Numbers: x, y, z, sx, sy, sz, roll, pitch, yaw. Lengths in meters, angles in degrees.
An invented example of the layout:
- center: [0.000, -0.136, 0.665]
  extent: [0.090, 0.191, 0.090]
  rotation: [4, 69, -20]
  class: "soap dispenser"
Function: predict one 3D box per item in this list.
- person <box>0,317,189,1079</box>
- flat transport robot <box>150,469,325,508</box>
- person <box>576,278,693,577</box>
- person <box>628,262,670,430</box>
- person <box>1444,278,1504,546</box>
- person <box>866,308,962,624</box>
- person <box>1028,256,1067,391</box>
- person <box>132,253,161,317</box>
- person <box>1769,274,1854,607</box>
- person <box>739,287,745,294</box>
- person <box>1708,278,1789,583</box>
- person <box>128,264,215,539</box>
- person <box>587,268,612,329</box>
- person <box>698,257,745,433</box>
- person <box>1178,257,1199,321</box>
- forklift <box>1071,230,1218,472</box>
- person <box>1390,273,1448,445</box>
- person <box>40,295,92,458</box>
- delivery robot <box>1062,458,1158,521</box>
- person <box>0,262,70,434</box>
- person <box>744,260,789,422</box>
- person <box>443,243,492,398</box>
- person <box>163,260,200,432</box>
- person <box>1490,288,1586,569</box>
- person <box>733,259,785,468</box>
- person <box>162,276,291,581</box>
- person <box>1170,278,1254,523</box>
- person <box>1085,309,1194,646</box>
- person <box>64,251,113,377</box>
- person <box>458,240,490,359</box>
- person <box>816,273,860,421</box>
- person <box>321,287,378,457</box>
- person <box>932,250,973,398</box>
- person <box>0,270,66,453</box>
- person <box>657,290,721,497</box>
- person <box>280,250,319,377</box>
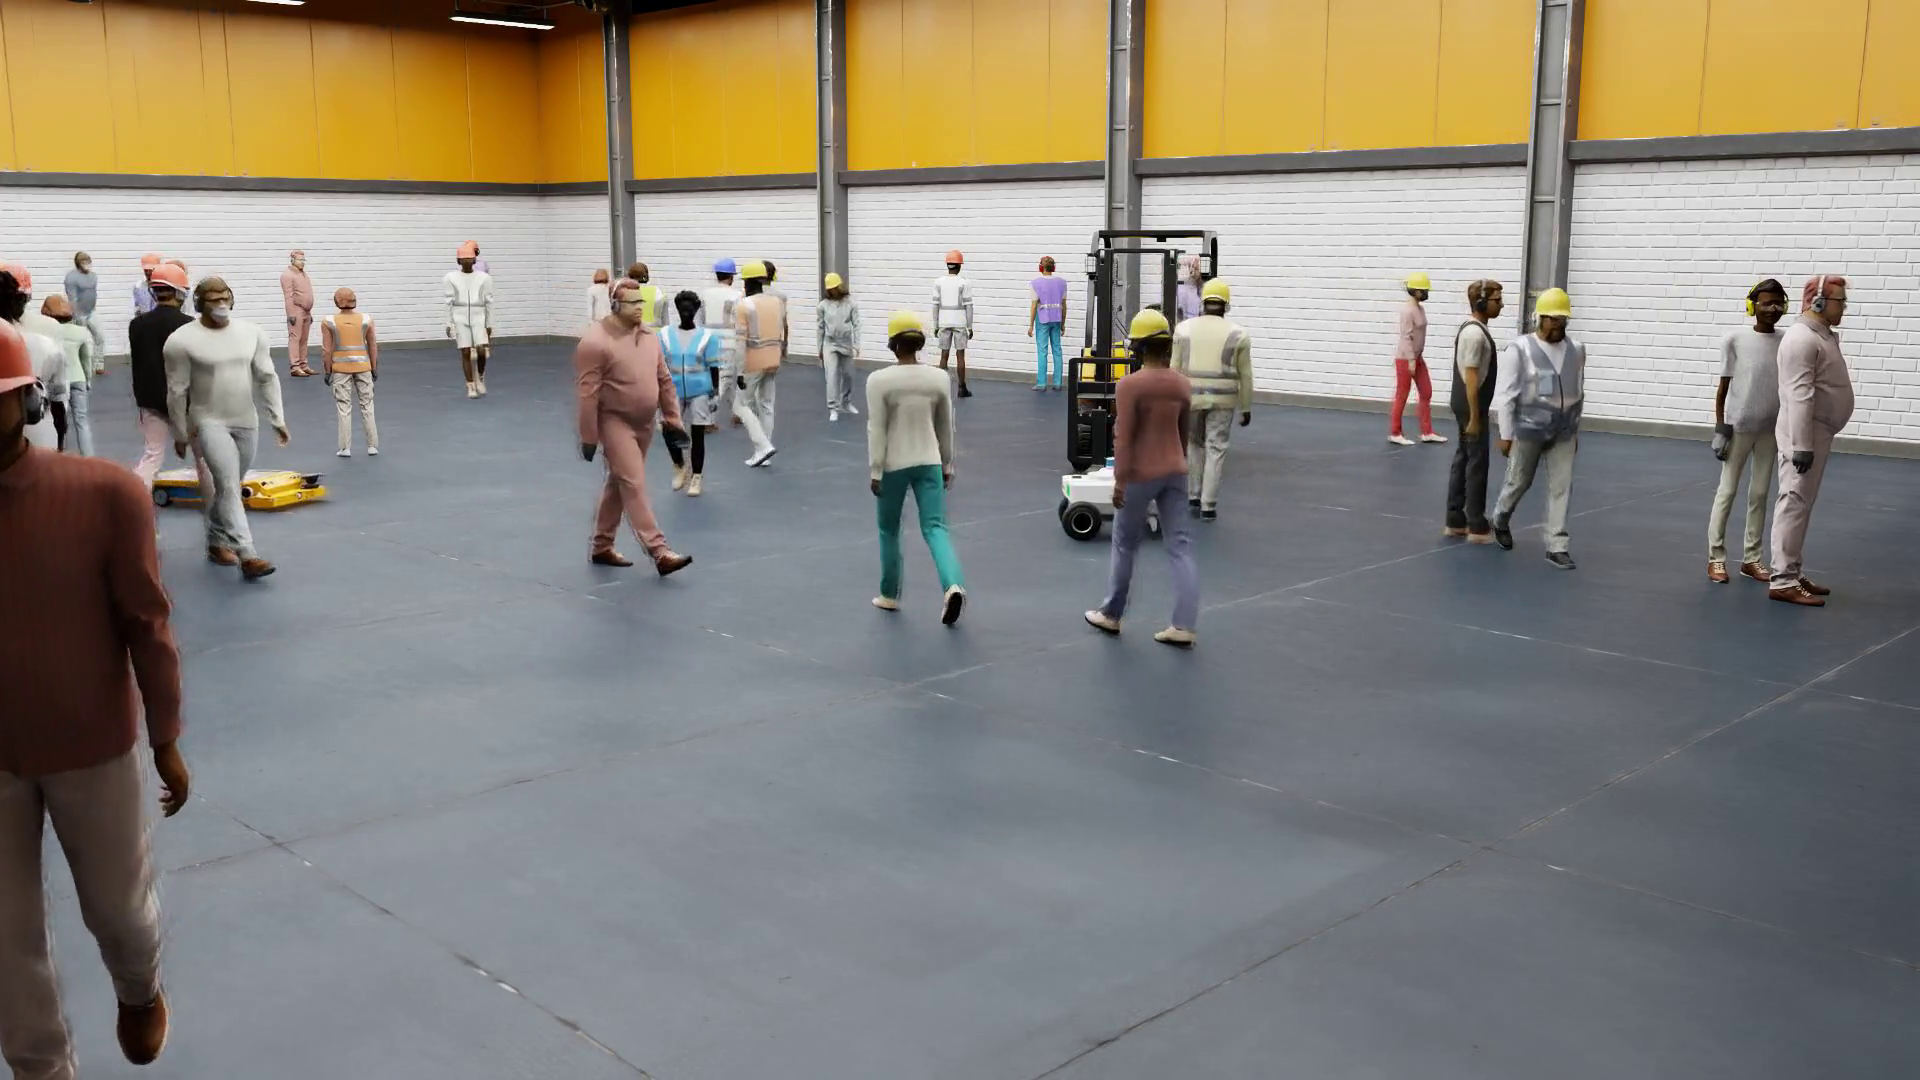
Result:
- center: [-2.122, 0.456, 3.830]
  extent: [0.643, 1.979, 0.607]
  rotation: [-3, 11, -17]
  class: "person"
- center: [-5.903, -0.427, 13.300]
  extent: [1.431, 0.197, 0.652]
  rotation: [3, 11, 14]
  class: "flat transport robot"
- center: [-2.028, -0.704, 10.471]
  extent: [0.991, 1.853, 0.662]
  rotation: [6, 12, 30]
  class: "person"
- center: [-3.482, -2.109, 18.202]
  extent: [0.624, 1.841, 0.430]
  rotation: [-3, 11, -16]
  class: "person"
- center: [3.610, -0.888, 11.544]
  extent: [0.401, 1.846, 0.522]
  rotation: [2, 11, 12]
  class: "person"
- center: [-0.239, -0.408, 9.209]
  extent: [0.534, 1.738, 0.812]
  rotation: [-5, 11, -25]
  class: "person"
- center: [1.207, -2.956, 22.790]
  extent: [0.563, 1.847, 0.389]
  rotation: [-5, 11, -25]
  class: "person"
- center: [-9.980, -2.588, 20.617]
  extent: [0.572, 1.904, 0.819]
  rotation: [-1, 10, -5]
  class: "person"
- center: [4.964, -0.584, 9.699]
  extent: [0.411, 1.908, 0.643]
  rotation: [7, 12, 32]
  class: "person"
- center: [-2.922, -3.100, 23.981]
  extent: [0.541, 1.697, 0.315]
  rotation: [-3, 11, -15]
  class: "person"
- center: [4.897, -0.661, 10.228]
  extent: [0.521, 1.868, 0.335]
  rotation: [0, 10, 1]
  class: "person"
- center: [-5.611, -0.978, 11.778]
  extent: [0.625, 1.944, 1.029]
  rotation: [2, 11, 10]
  class: "person"
- center: [-5.633, -3.452, 26.143]
  extent: [0.518, 1.608, 0.684]
  rotation: [-5, 12, -28]
  class: "person"
- center: [-2.570, -2.121, 18.120]
  extent: [0.632, 1.898, 1.013]
  rotation: [6, 12, 30]
  class: "person"
- center: [2.624, -2.215, 18.659]
  extent: [0.650, 1.891, 0.487]
  rotation: [-8, 13, -38]
  class: "person"
- center: [1.804, -1.825, 15.677]
  extent: [1.214, 2.155, 2.313]
  rotation: [2, 11, 13]
  class: "forklift"
- center: [4.670, -1.822, 16.843]
  extent: [0.573, 1.751, 0.557]
  rotation: [7, 13, 35]
  class: "person"
- center: [-8.054, -1.387, 14.893]
  extent: [0.816, 1.592, 0.531]
  rotation: [8, 13, 38]
  class: "person"
- center: [1.087, -0.342, 11.808]
  extent: [0.707, 0.478, 0.477]
  rotation: [0, 10, 0]
  class: "delivery robot"
- center: [-6.192, -0.839, 10.983]
  extent: [0.904, 1.945, 0.596]
  rotation: [9, 14, 41]
  class: "person"
- center: [-2.181, -2.190, 18.588]
  extent: [0.557, 1.856, 0.459]
  rotation: [-3, 11, -17]
  class: "person"
- center: [-6.422, -2.856, 21.752]
  extent: [0.620, 2.023, 0.454]
  rotation: [-3, 11, -18]
  class: "person"
- center: [-8.403, -2.045, 17.774]
  extent: [0.615, 1.859, 0.745]
  rotation: [7, 12, 32]
  class: "person"
- center: [3.791, -0.753, 10.912]
  extent: [0.602, 1.801, 0.852]
  rotation: [-2, 10, -8]
  class: "person"
- center: [-1.847, -1.602, 15.216]
  extent: [0.457, 1.915, 0.614]
  rotation: [9, 14, 41]
  class: "person"
- center: [-4.616, -0.711, 10.462]
  extent: [1.045, 1.884, 0.636]
  rotation: [8, 13, 38]
  class: "person"
- center: [1.897, -1.050, 12.476]
  extent: [0.630, 1.814, 0.584]
  rotation: [4, 11, 21]
  class: "person"
- center: [0.967, -0.333, 8.744]
  extent: [0.562, 1.735, 0.795]
  rotation: [-7, 12, -33]
  class: "person"
- center: [-12.975, -3.319, 24.635]
  extent: [0.747, 1.890, 0.649]
  rotation: [3, 11, 15]
  class: "person"
- center: [-8.377, -4.132, 28.666]
  extent: [0.377, 2.045, 0.605]
  rotation: [8, 13, 37]
  class: "person"
- center: [-1.434, -2.262, 19.385]
  extent: [0.509, 1.709, 0.698]
  rotation: [-3, 11, -14]
  class: "person"
- center: [-5.867, -1.612, 16.031]
  extent: [0.511, 1.640, 0.309]
  rotation: [-6, 12, -29]
  class: "person"
- center: [-0.081, -2.848, 21.954]
  extent: [0.553, 1.935, 0.364]
  rotation: [3, 11, 18]
  class: "person"
- center: [-5.196, -0.498, 9.091]
  extent: [0.424, 1.951, 0.643]
  rotation: [7, 13, 34]
  class: "person"
- center: [-2.219, -1.197, 13.598]
  extent: [0.553, 1.687, 0.353]
  rotation: [0, 10, 1]
  class: "person"
- center: [-10.016, -3.436, 25.266]
  extent: [0.404, 1.903, 0.636]
  rotation: [1, 10, 4]
  class: "person"
